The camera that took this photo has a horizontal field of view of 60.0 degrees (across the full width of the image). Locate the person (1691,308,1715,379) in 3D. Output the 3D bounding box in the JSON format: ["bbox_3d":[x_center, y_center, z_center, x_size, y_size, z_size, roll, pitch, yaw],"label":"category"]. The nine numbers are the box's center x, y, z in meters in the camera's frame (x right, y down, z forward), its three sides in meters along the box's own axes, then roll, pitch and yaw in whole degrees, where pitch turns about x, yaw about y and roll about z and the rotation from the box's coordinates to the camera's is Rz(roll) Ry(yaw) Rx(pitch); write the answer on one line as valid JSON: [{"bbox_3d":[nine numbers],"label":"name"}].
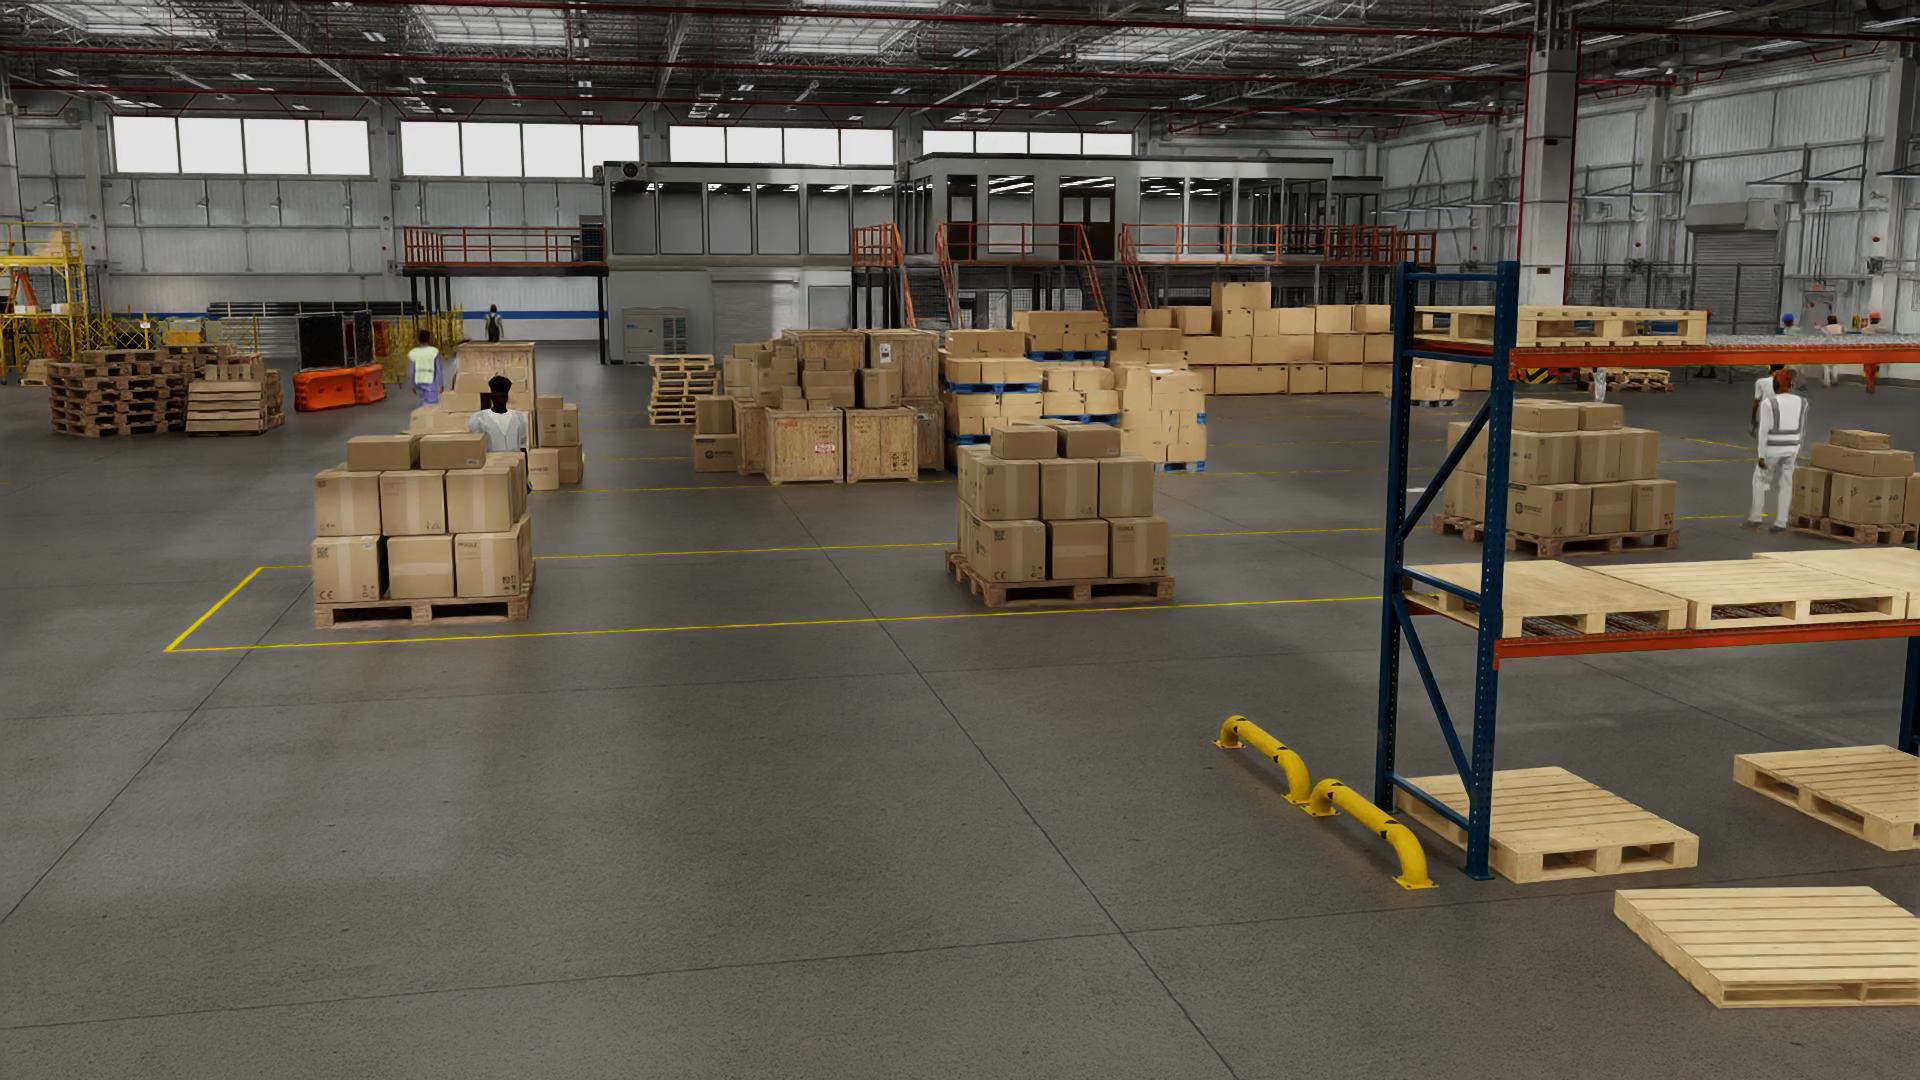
[{"bbox_3d":[20.106,-5.301,44.937,0.759,1.891,0.553,5,11,30],"label":"person"}]

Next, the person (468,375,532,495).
[{"bbox_3d":[-4.484,-0.629,16.262,0.603,1.958,0.380,-7,12,-37],"label":"person"}]

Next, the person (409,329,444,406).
[{"bbox_3d":[-9.533,-2.798,29.646,0.597,1.904,0.691,2,10,12],"label":"person"}]

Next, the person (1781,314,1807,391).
[{"bbox_3d":[20.228,-4.550,40.419,1.031,1.881,0.705,-2,9,-11],"label":"person"}]

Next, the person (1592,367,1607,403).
[{"bbox_3d":[13.725,-3.763,35.739,0.430,1.838,0.619,6,11,34],"label":"person"}]

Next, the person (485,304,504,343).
[{"bbox_3d":[-14.817,-6.585,52.982,0.539,1.817,0.712,-1,9,-4],"label":"person"}]

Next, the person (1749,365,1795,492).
[{"bbox_3d":[10.994,-1.574,22.460,0.547,1.813,0.996,6,11,32],"label":"person"}]

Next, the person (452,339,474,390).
[{"bbox_3d":[-8.239,-2.448,27.834,0.486,1.813,1.025,2,10,14],"label":"person"}]

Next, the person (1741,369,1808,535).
[{"bbox_3d":[9.205,-1.001,18.800,0.592,1.863,0.665,-1,9,-5],"label":"person"}]

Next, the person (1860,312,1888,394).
[{"bbox_3d":[21.651,-4.423,39.434,0.618,1.971,0.912,1,9,6],"label":"person"}]

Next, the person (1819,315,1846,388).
[{"bbox_3d":[21.658,-4.685,41.396,0.662,1.821,0.500,1,9,6],"label":"person"}]
